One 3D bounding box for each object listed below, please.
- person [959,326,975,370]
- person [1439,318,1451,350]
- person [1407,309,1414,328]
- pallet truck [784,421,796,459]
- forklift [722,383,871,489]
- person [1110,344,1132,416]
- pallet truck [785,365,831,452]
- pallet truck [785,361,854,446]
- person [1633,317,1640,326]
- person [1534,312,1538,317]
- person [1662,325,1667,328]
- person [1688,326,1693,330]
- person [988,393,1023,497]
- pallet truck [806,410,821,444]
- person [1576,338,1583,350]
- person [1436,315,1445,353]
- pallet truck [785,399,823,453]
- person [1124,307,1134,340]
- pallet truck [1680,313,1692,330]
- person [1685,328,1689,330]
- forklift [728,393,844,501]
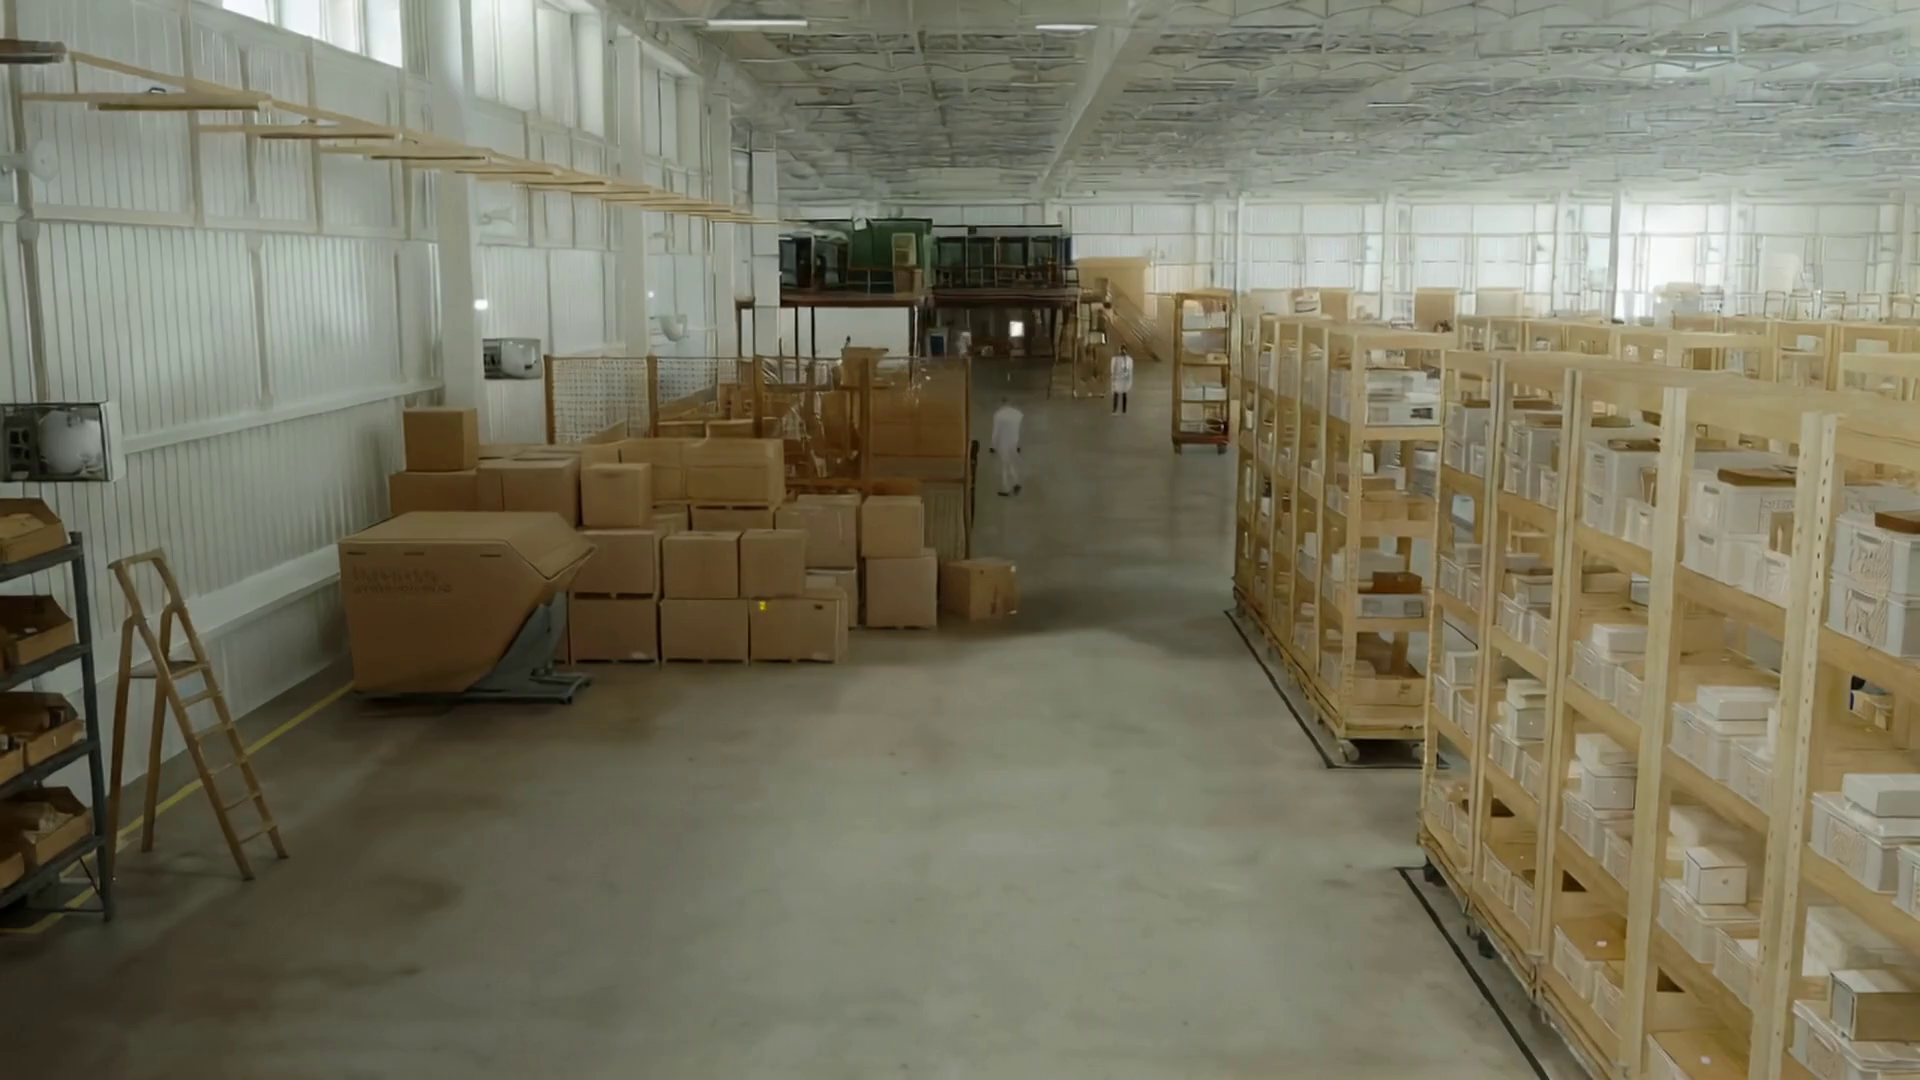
[{"bbox_3d":[0.263,-7.876,68.359,0.578,1.832,0.974,4,10,25],"label":"person"},{"bbox_3d":[22.061,-9.122,75.731,0.542,1.939,0.364,4,10,25],"label":"person"},{"bbox_3d":[25.601,-12.180,94.664,0.398,1.918,0.586,6,11,32],"label":"person"},{"bbox_3d":[-4.013,-1.793,32.705,1.601,1.201,0.680,0,9,1],"label":"pallet truck"},{"bbox_3d":[-2.893,-1.687,28.729,2.680,1.987,1.157,0,9,-1],"label":"forklift"},{"bbox_3d":[4.563,-4.545,47.171,0.605,2.045,0.387,2,9,12],"label":"person"},{"bbox_3d":[-3.774,-2.976,37.635,1.885,1.965,0.823,1,9,5],"label":"pallet truck"},{"bbox_3d":[-3.410,-3.193,38.978,1.885,1.965,0.823,0,9,-1],"label":"pallet truck"},{"bbox_3d":[31.729,-9.496,78.066,0.585,1.928,0.370,0,9,2],"label":"person"},{"bbox_3d":[31.169,-11.404,90.107,0.626,1.843,0.430,-1,9,-6],"label":"person"},{"bbox_3d":[28.372,-7.717,67.209,0.971,1.884,0.572,0,9,2],"label":"person"},{"bbox_3d":[38.077,-10.775,86.705,0.531,1.679,0.544,-4,10,-21],"label":"person"},{"bbox_3d":[0.821,-1.732,30.307,0.661,1.894,0.416,-8,12,-40],"label":"person"},{"bbox_3d":[-3.559,-2.018,33.905,1.522,1.261,0.704,0,9,-1],"label":"pallet truck"},{"bbox_3d":[24.815,-7.807,67.305,0.688,2.000,0.538,2,9,13],"label":"person"},{"bbox_3d":[23.756,-10.132,82.026,0.682,1.915,0.626,6,11,32],"label":"person"},{"bbox_3d":[-3.814,-2.432,36.419,1.630,1.274,0.653,0,9,1],"label":"pallet truck"},{"bbox_3d":[9.962,-12.746,98.050,0.605,1.951,0.380,-4,10,-23],"label":"person"},{"bbox_3d":[36.315,-10.531,84.244,0.823,1.965,1.885,-6,11,-33],"label":"pallet truck"},{"bbox_3d":[26.657,-6.788,61.156,0.374,1.997,0.609,-4,10,-25],"label":"person"},{"bbox_3d":[-2.979,-1.316,26.476,2.680,1.987,1.157,0,9,1],"label":"forklift"}]
